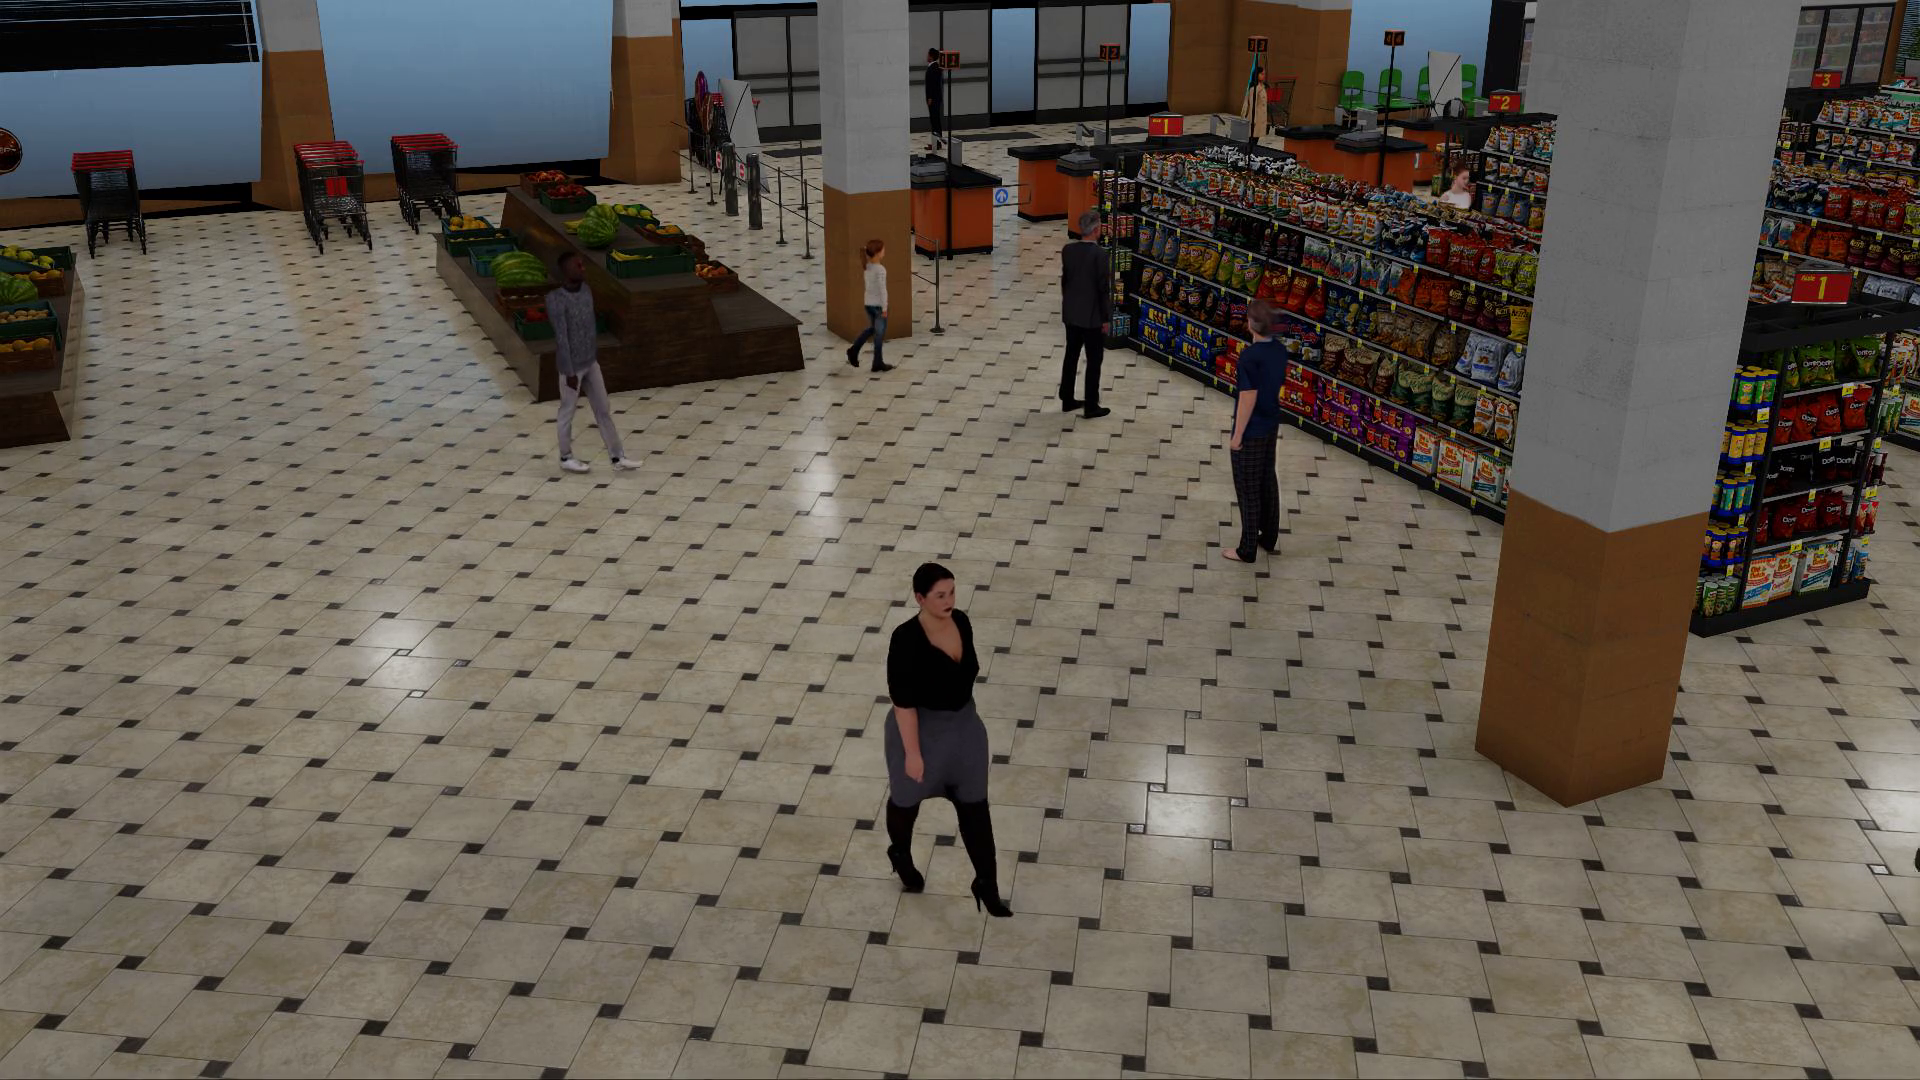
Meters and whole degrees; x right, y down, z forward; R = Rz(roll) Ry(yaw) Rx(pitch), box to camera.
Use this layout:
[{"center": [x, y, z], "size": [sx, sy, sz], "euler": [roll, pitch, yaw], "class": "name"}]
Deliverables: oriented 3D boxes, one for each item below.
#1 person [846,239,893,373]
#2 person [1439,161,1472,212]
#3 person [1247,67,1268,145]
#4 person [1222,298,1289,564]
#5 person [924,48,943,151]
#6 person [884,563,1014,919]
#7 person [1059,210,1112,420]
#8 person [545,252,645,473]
[{"center": [-0.876, -2.249, 16.084], "size": [0.606, 1.306, 0.661], "euler": [-15, 26, -33], "class": "person"}, {"center": [5.105, -3.103, 17.632], "size": [0.690, 1.735, 1.156], "euler": [-6, 23, -15], "class": "person"}, {"center": [4.758, -6.762, 26.809], "size": [0.733, 1.682, 0.707], "euler": [11, 24, 25], "class": "person"}, {"center": [2.078, -0.770, 11.644], "size": [0.682, 1.870, 0.731], "euler": [19, 29, 39], "class": "person"}, {"center": [-0.453, -7.731, 29.165], "size": [0.764, 1.725, 0.678], "euler": [5, 23, 13], "class": "person"}, {"center": [-0.198, 0.896, 7.697], "size": [0.855, 1.722, 1.074], "euler": [-19, 29, -39], "class": "person"}, {"center": [1.112, -2.014, 14.791], "size": [0.663, 1.833, 0.835], "euler": [20, 30, 41], "class": "person"}, {"center": [-3.131, -1.400, 13.291], "size": [1.150, 1.812, 1.064], "euler": [10, 24, 23], "class": "person"}]
